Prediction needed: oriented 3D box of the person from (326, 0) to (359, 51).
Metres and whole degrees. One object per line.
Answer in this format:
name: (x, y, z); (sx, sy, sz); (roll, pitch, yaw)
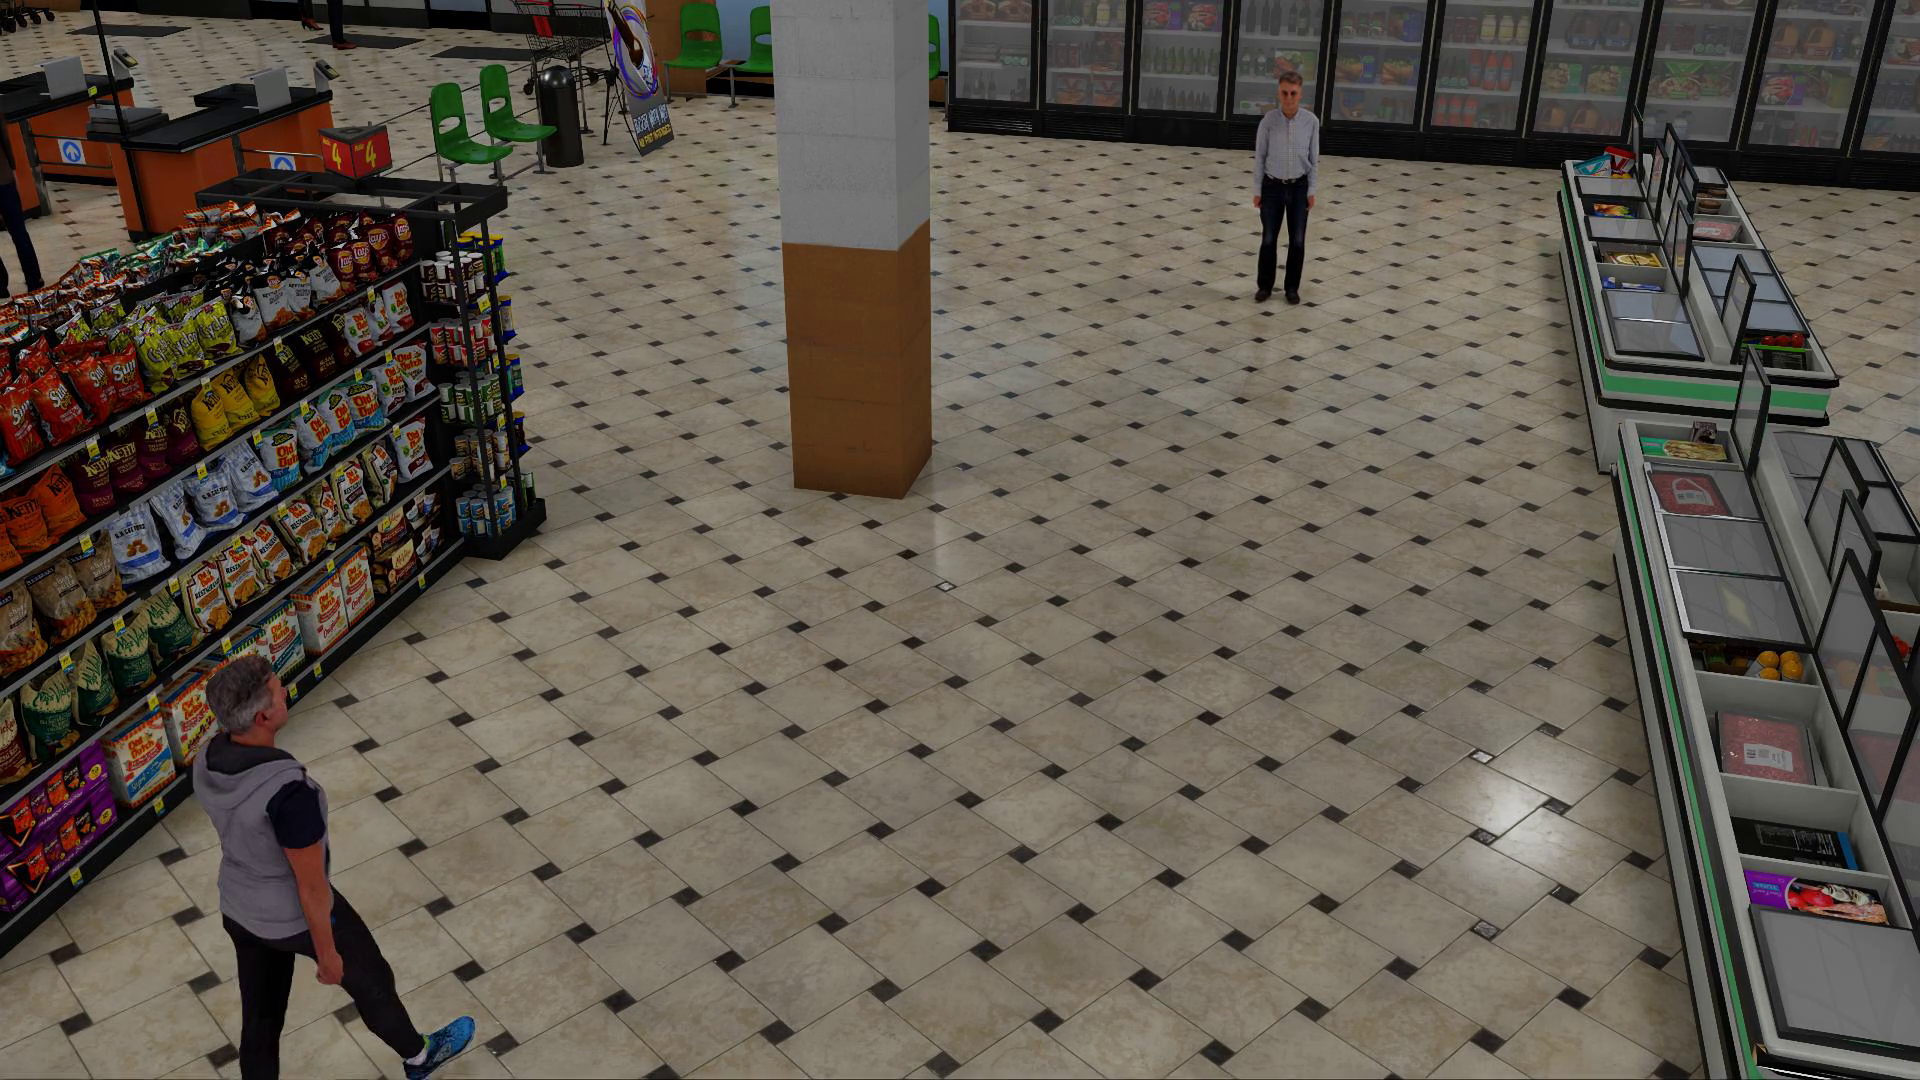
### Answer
person: (-8.569, -7.590, 22.653); (0.734, 1.728, 0.709); (-20, 33, -34)

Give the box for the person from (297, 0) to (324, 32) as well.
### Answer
person: (-9.483, -8.218, 23.942); (0.722, 1.682, 0.720); (-23, 35, -37)

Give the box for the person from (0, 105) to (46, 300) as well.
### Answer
person: (-7.700, -2.856, 13.142); (0.740, 1.886, 0.801); (-15, 30, -27)

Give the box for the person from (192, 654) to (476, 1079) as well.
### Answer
person: (-2.182, 1.231, 5.182); (0.919, 1.798, 1.117); (17, 31, 29)

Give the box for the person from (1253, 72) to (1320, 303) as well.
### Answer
person: (2.554, -2.767, 13.046); (0.674, 1.814, 0.594); (4, 27, 7)
